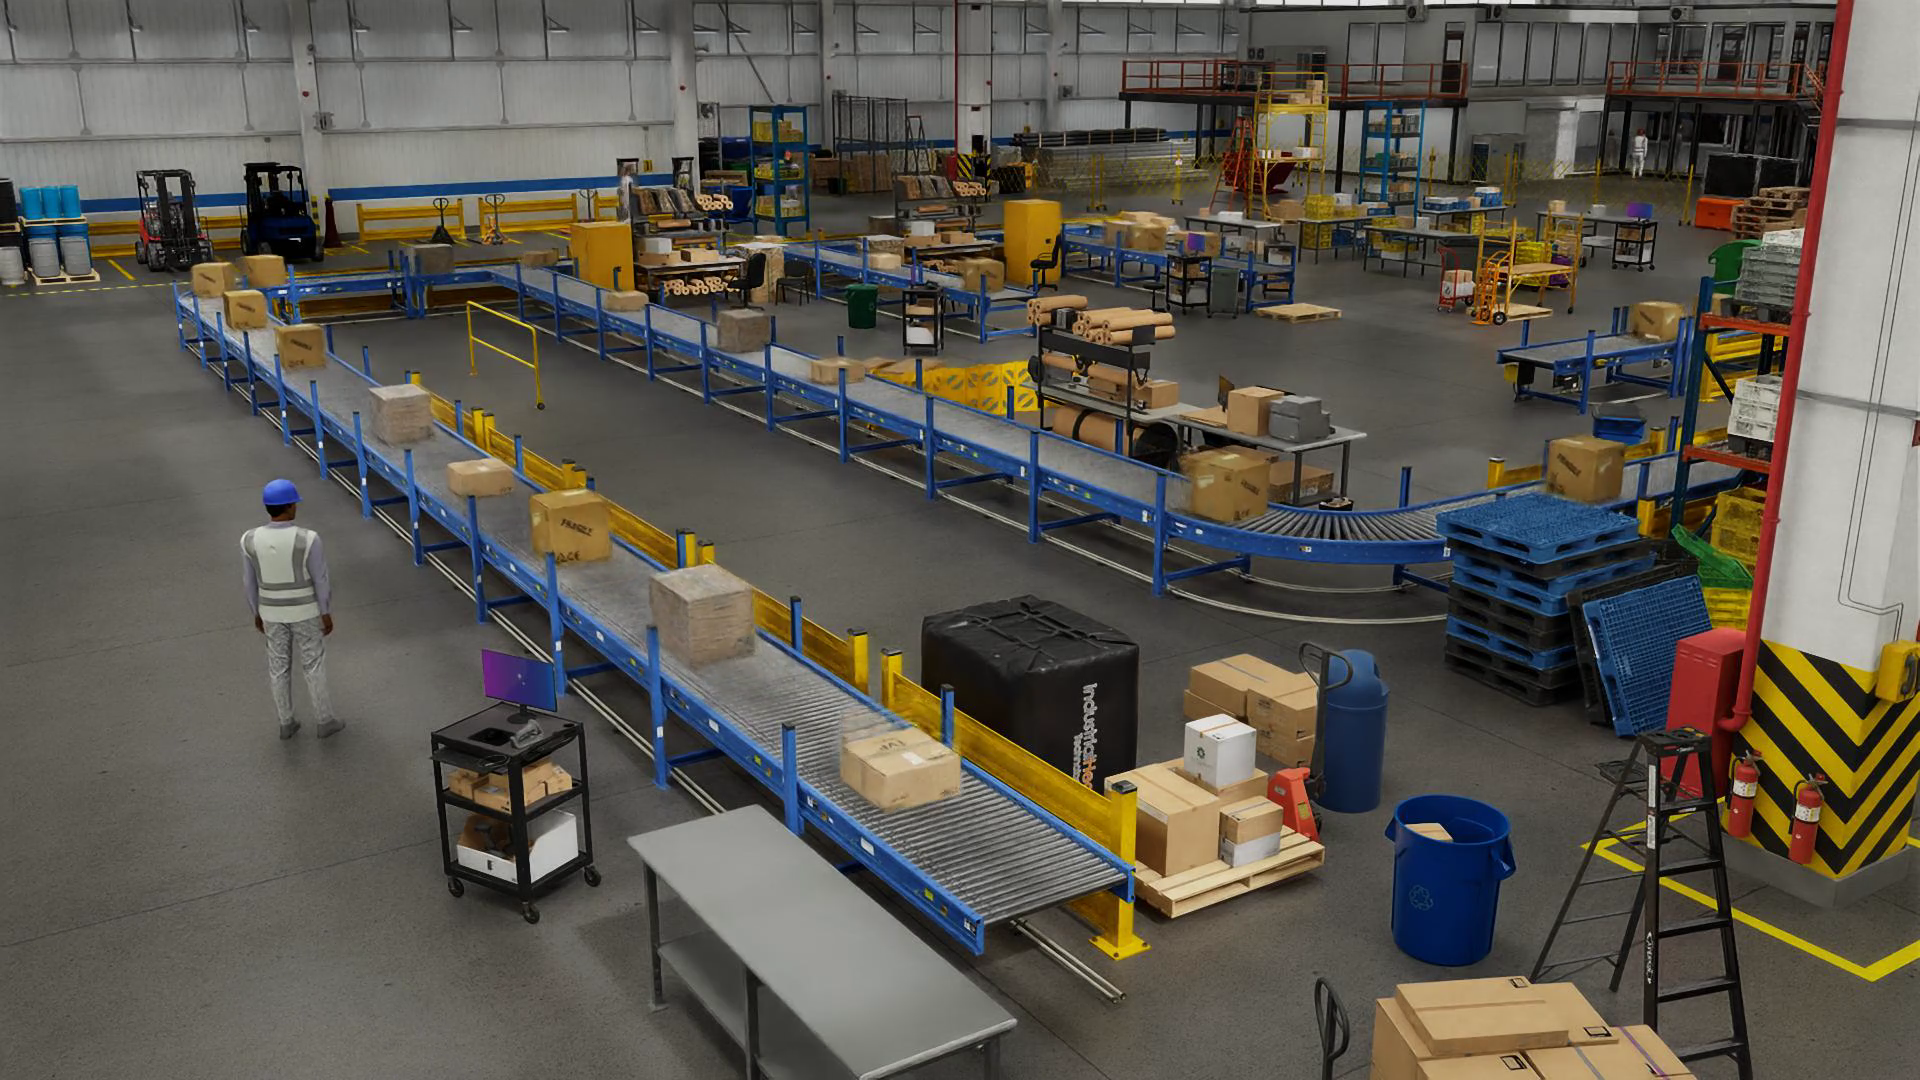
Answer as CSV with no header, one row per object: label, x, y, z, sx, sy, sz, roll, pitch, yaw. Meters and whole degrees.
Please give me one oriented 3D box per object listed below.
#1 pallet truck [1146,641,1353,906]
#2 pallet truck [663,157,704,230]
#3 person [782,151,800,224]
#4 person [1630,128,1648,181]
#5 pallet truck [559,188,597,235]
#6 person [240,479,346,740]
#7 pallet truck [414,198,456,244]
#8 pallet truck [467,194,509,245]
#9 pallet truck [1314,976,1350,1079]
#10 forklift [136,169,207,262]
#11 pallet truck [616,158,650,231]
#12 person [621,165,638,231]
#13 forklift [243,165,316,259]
pallet truck,1.664,1.407,10.232,1.630,1.274,0.653,-10,20,-31
pallet truck,-7.586,-9.308,44.692,0.823,1.965,1.885,-11,20,-33
person,-4.770,-9.916,46.708,0.619,2.014,0.935,3,17,8
person,24.848,-14.119,60.907,0.596,1.882,0.371,12,20,34
pallet truck,-10.010,-8.652,43.699,0.653,1.274,1.630,-10,20,-31
person,-4.862,0.515,12.099,0.605,1.943,0.402,1,17,3
pallet truck,-13.250,-8.060,41.856,0.680,1.201,1.601,-10,20,-31
pallet truck,-11.983,-8.177,42.137,0.704,1.261,1.522,-11,20,-33
pallet truck,2.299,2.390,7.086,1.601,1.201,0.680,-2,17,-7
forklift,-17.842,-7.318,37.559,1.157,1.987,2.680,-10,20,-31
pallet truck,-8.918,-9.176,44.255,0.823,1.965,1.885,-9,19,-27
person,-8.548,-8.705,42.859,0.593,1.884,0.648,-6,18,-18
forklift,-15.898,-7.669,38.708,1.157,1.987,2.680,-11,20,-33
